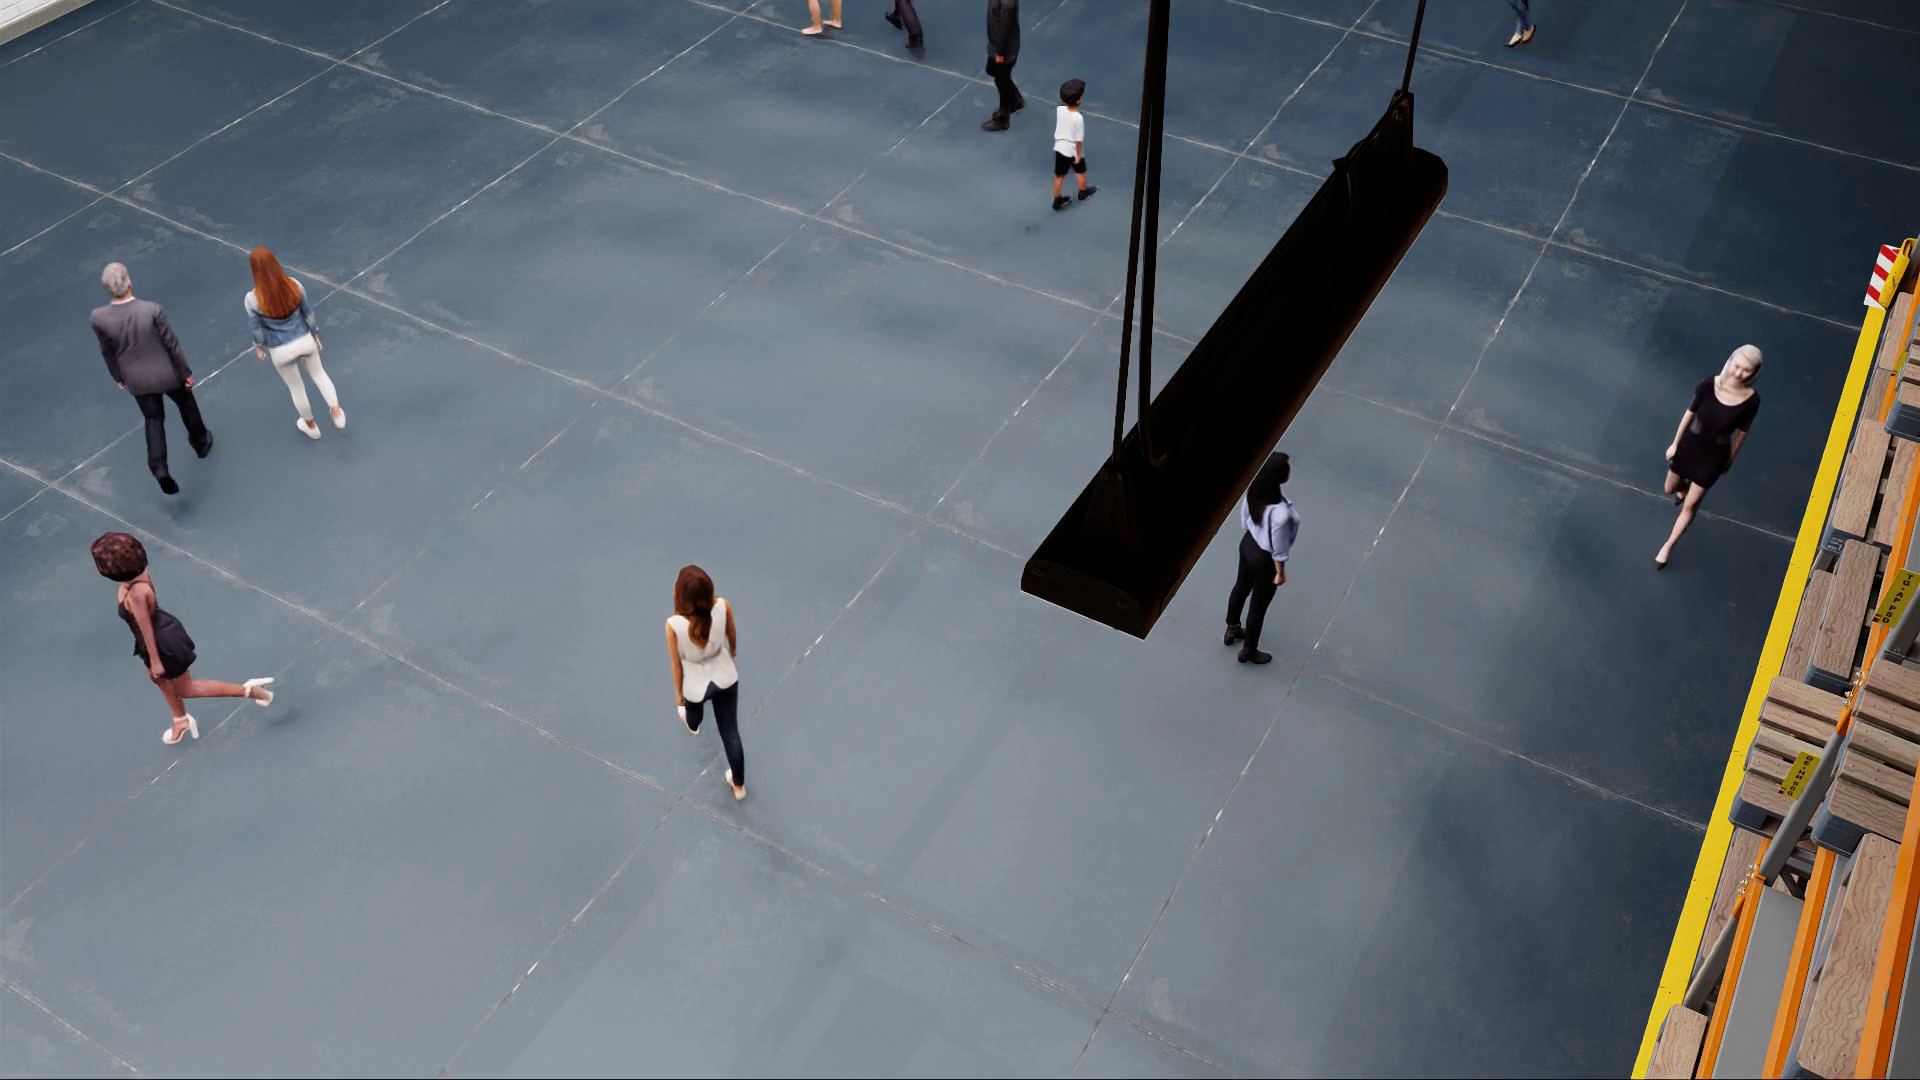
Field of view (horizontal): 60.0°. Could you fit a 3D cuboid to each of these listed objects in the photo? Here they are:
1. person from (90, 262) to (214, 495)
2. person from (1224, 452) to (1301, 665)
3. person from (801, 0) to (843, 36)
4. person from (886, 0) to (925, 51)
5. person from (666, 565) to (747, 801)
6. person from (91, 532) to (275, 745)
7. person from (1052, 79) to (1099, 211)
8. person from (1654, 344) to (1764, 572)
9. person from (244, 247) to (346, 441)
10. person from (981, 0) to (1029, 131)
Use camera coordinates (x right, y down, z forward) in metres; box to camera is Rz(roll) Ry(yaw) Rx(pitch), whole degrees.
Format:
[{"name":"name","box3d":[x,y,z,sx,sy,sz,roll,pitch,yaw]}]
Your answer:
[{"name":"person","box3d":[-5.896,-1.163,12.133,1.144,1.810,1.228,-8,44,-8]},{"name":"person","box3d":[1.956,0.110,10.846,0.767,1.743,0.731,-15,46,-15]},{"name":"person","box3d":[-1.442,-6.094,17.458,0.732,1.605,0.667,11,45,11]},{"name":"person","box3d":[-0.561,-5.975,17.189,1.215,1.803,1.079,-28,50,-26]},{"name":"person","box3d":[-1.474,0.913,10.002,1.096,1.744,1.060,-19,47,-19]},{"name":"person","box3d":[-4.835,0.627,10.285,1.051,1.767,0.877,-19,47,-19]},{"name":"person","box3d":[0.944,-3.548,15.048,0.565,1.242,0.743,31,51,28]},{"name":"person","box3d":[5.184,-0.639,11.582,0.626,1.812,0.980,24,49,23]},{"name":"person","box3d":[-5.001,-1.431,12.495,0.633,1.698,0.764,-32,52,-29]},{"name":"person","box3d":[0.489,-4.772,15.952,0.875,1.768,0.819,-7,44,-7]}]
